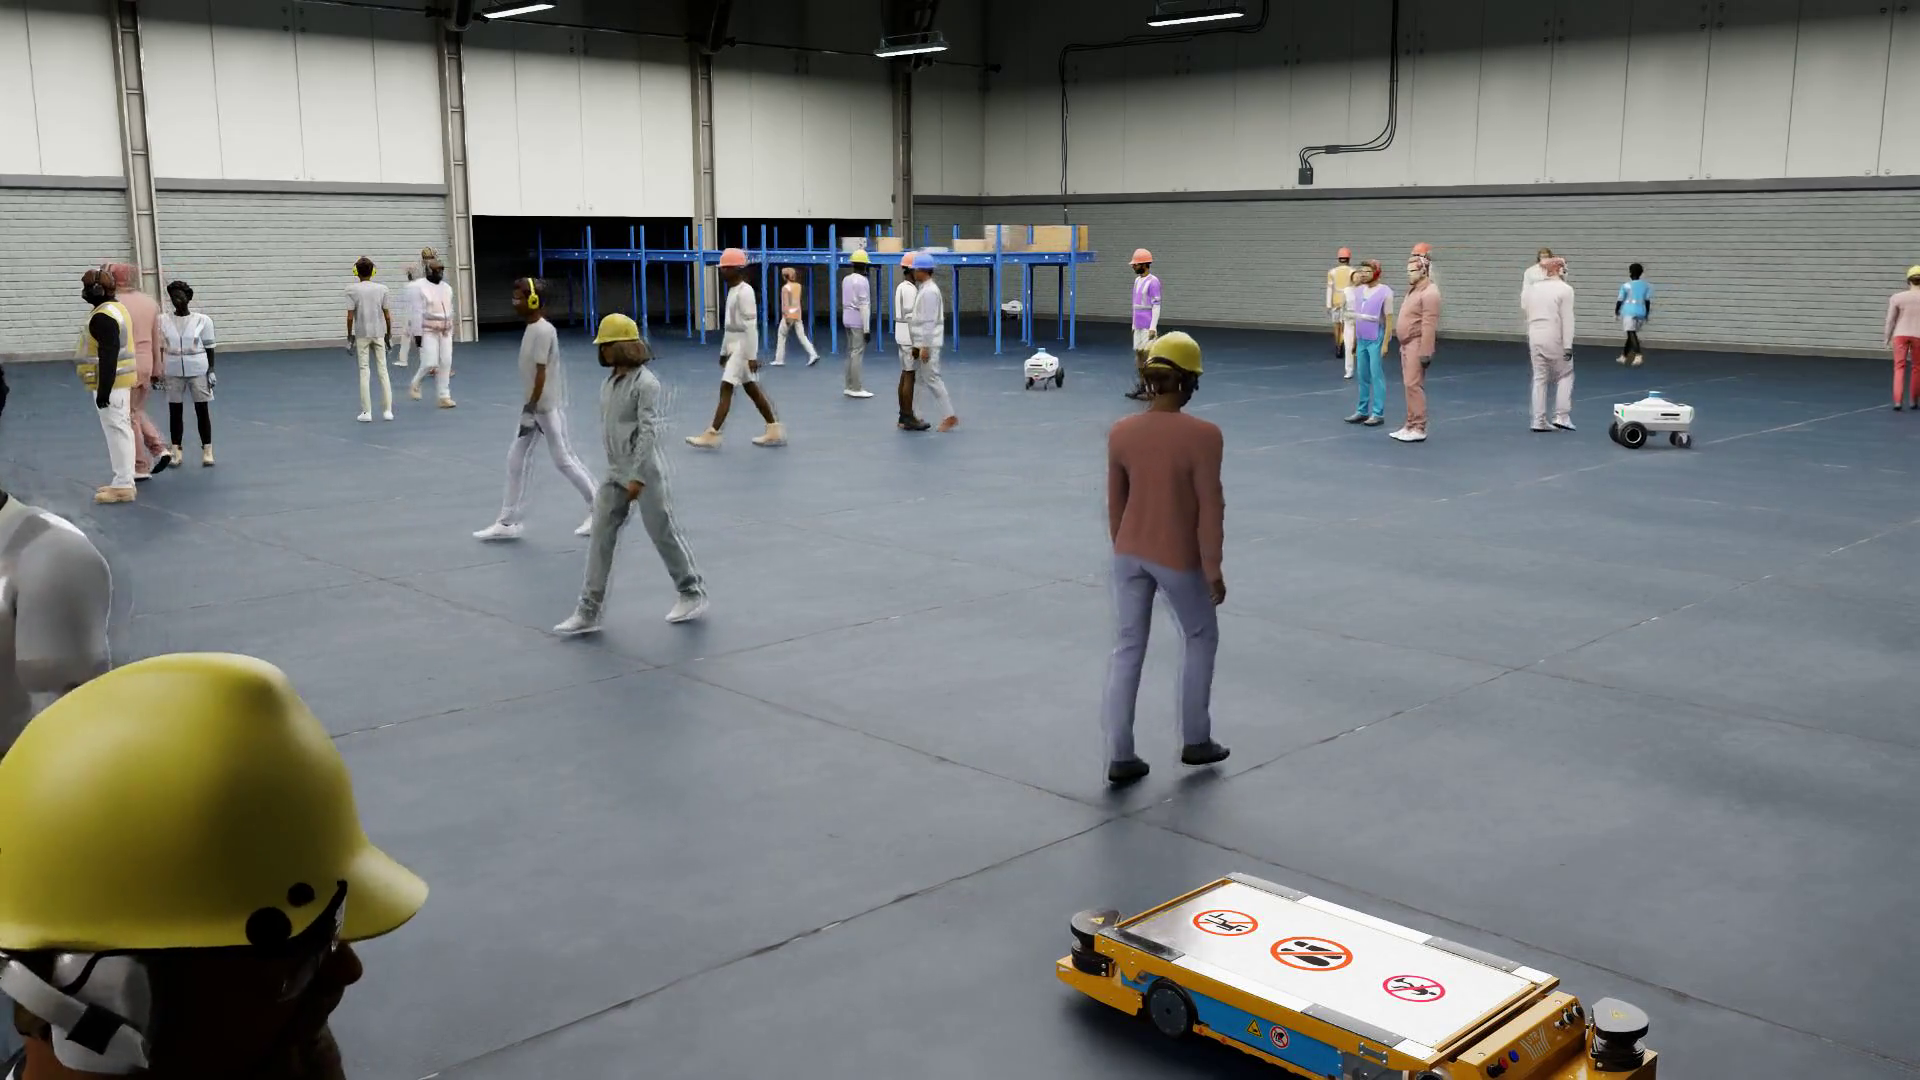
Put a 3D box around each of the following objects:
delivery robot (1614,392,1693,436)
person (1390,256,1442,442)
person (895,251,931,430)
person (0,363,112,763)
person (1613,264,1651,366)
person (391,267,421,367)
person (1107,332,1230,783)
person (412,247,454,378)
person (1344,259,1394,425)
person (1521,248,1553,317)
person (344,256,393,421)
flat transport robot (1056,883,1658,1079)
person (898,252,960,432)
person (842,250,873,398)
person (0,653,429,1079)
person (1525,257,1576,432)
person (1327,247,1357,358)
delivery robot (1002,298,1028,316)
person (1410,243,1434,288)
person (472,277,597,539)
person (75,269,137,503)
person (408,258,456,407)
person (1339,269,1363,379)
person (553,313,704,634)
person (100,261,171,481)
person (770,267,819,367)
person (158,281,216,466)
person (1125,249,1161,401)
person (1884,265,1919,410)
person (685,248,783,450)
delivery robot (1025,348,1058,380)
[{"bbox_3d":[6.999,-1.255,16.788,0.707,0.478,0.477,2,11,9],"label":"delivery robot"},{"bbox_3d":[4.714,-1.978,17.226,0.413,1.899,0.649,0,10,-2],"label":"person"},{"bbox_3d":[-0.525,-2.187,18.235,0.356,1.938,0.544,-2,11,-12],"label":"person"},{"bbox_3d":[-1.860,0.544,3.394,0.616,1.930,0.962,5,12,26],"label":"person"},{"bbox_3d":[10.996,-3.680,27.157,0.541,1.651,0.891,-2,11,-9],"label":"person"},{"bbox_3d":[-8.757,-3.540,26.510,0.761,1.605,0.535,4,11,19],"label":"person"},{"bbox_3d":[0.845,0.065,6.494,0.577,1.736,0.725,9,13,39],"label":"person"},{"bbox_3d":[-7.892,-3.400,24.847,0.630,1.940,0.373,7,12,33],"label":"person"},{"bbox_3d":[4.630,-2.222,18.674,0.372,1.843,0.571,-5,12,-26],"label":"person"},{"bbox_3d":[9.604,-3.857,27.462,0.658,1.883,1.012,4,11,19],"label":"person"},{"bbox_3d":[-6.765,-2.300,19.034,0.521,1.873,0.328,-6,12,-30],"label":"person"},{"bbox_3d":[1.002,1.205,4.401,0.652,0.197,1.431,-10,14,-44],"label":"flat transport robot"},{"bbox_3d":[-0.349,-2.136,18.027,0.535,1.969,0.611,-2,11,-9],"label":"person"},{"bbox_3d":[-1.332,-2.838,21.871,0.449,1.910,0.591,-6,12,-31],"label":"person"},{"bbox_3d":[-0.558,0.979,1.266,0.404,1.827,0.600,-2,11,-11],"label":"person"},{"bbox_3d":[6.443,-2.122,18.090,0.567,1.875,0.678,-6,12,-31],"label":"person"},{"bbox_3d":[6.653,-4.128,28.937,0.545,1.907,0.909,5,11,25],"label":"person"},{"bbox_3d":[1.381,-5.810,41.623,0.477,0.478,0.707,-10,14,-44],"label":"delivery robot"},{"bbox_3d":[7.617,-3.923,27.575,0.434,1.980,0.646,2,11,12],"label":"person"},{"bbox_3d":[-2.922,-0.925,11.656,0.956,1.834,0.514,-6,12,-31],"label":"person"},{"bbox_3d":[-6.818,-1.235,13.308,0.429,1.844,0.624,-4,11,-19],"label":"person"},{"bbox_3d":[-6.512,-2.554,20.534,0.539,1.828,0.636,7,12,33],"label":"person"},{"bbox_3d":[5.925,-3.228,24.784,0.518,1.622,0.538,6,12,31],"label":"person"},{"bbox_3d":[-1.773,-0.365,8.946,0.496,1.700,0.866,8,13,37],"label":"person"},{"bbox_3d":[-7.202,-1.447,14.332,0.416,1.891,0.636,2,11,9],"label":"person"},{"bbox_3d":[-2.681,-3.614,26.932,0.822,1.602,0.512,7,12,32],"label":"person"},{"bbox_3d":[-7.123,-1.531,15.312,0.533,1.697,0.319,-3,11,-16],"label":"person"},{"bbox_3d":[2.357,-2.775,21.448,0.370,1.933,0.550,-4,11,-22],"label":"person"},{"bbox_3d":[11.588,-2.463,20.276,0.544,1.759,0.515,6,12,30],"label":"person"},{"bbox_3d":[-2.238,-1.910,16.604,1.026,1.988,0.625,-3,11,-15],"label":"person"},{"bbox_3d":[1.142,-2.436,23.226,0.477,0.478,0.707,3,11,16],"label":"delivery robot"}]
